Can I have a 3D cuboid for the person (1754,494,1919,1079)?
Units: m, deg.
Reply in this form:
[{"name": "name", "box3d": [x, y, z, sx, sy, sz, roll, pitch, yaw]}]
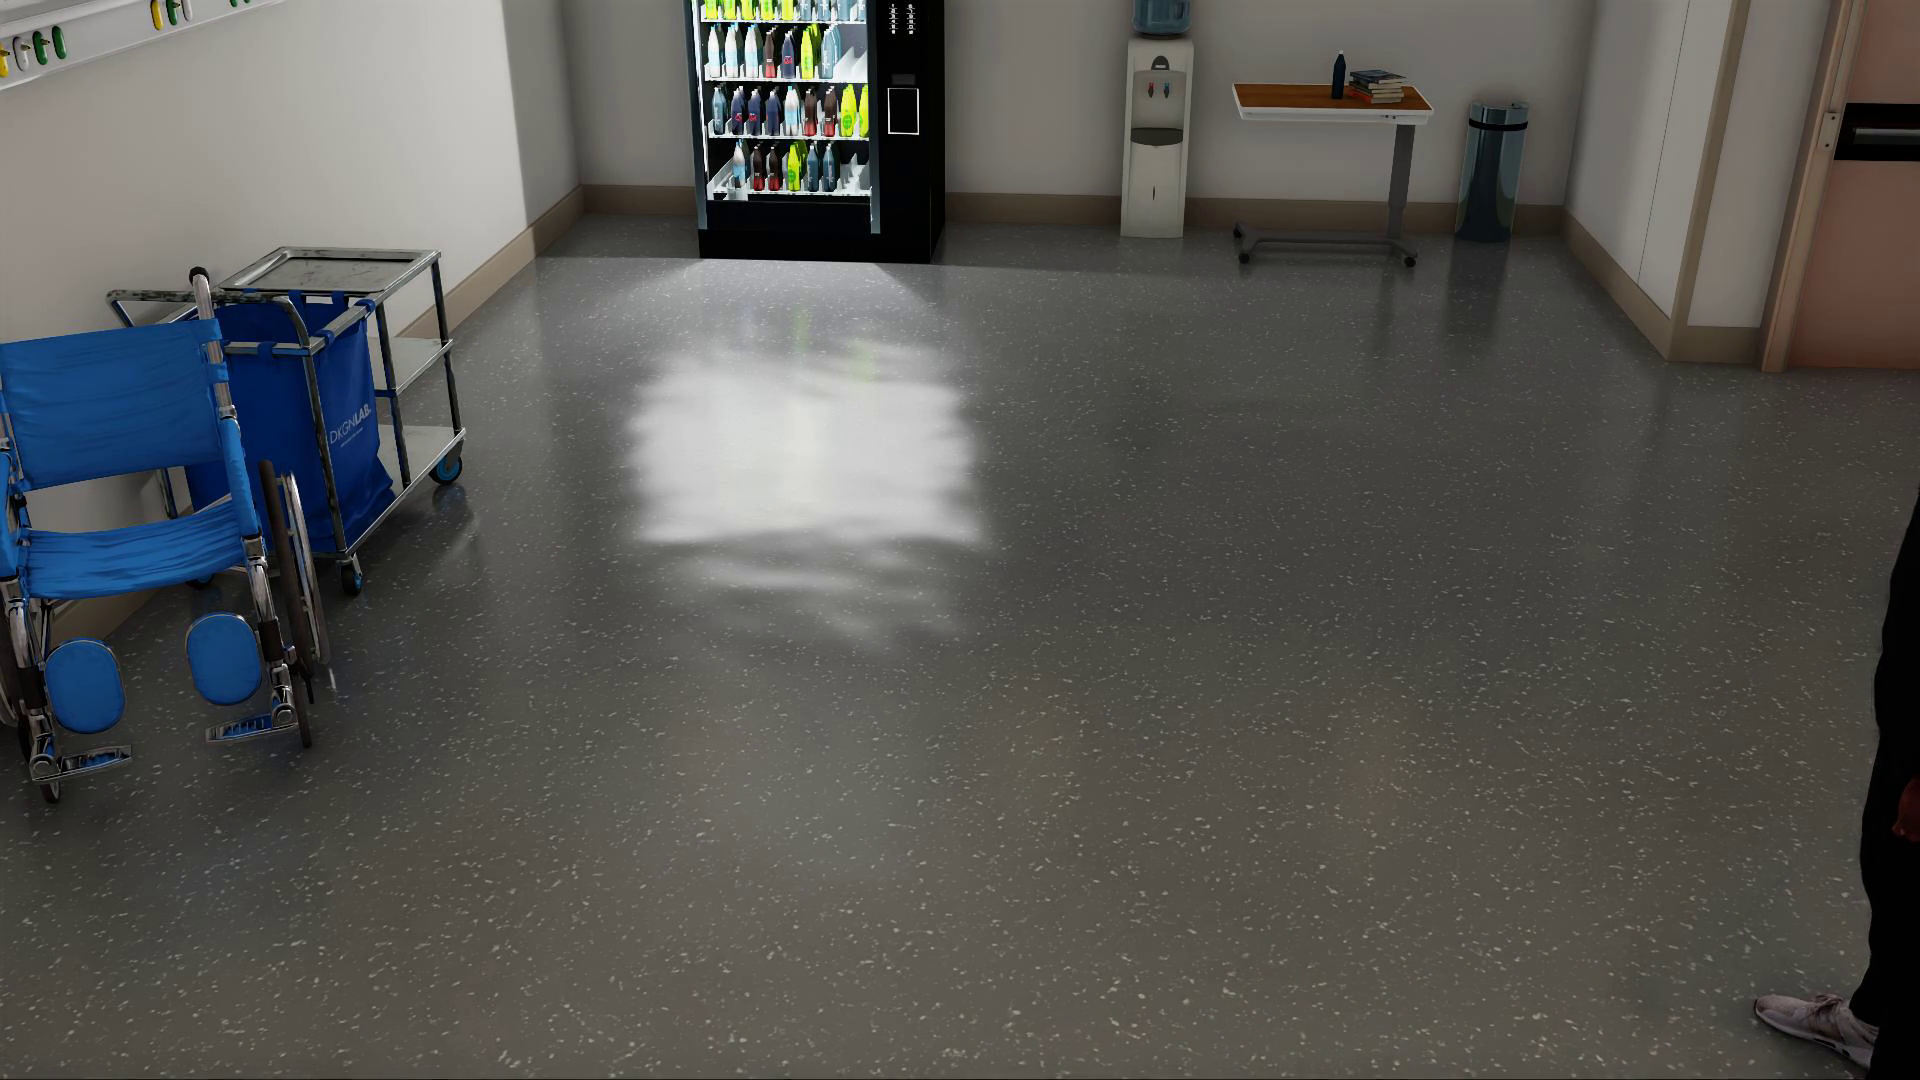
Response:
[{"name": "person", "box3d": [1.787, 0.296, 2.942, 0.682, 1.827, 0.723, 12, 28, 24]}]
